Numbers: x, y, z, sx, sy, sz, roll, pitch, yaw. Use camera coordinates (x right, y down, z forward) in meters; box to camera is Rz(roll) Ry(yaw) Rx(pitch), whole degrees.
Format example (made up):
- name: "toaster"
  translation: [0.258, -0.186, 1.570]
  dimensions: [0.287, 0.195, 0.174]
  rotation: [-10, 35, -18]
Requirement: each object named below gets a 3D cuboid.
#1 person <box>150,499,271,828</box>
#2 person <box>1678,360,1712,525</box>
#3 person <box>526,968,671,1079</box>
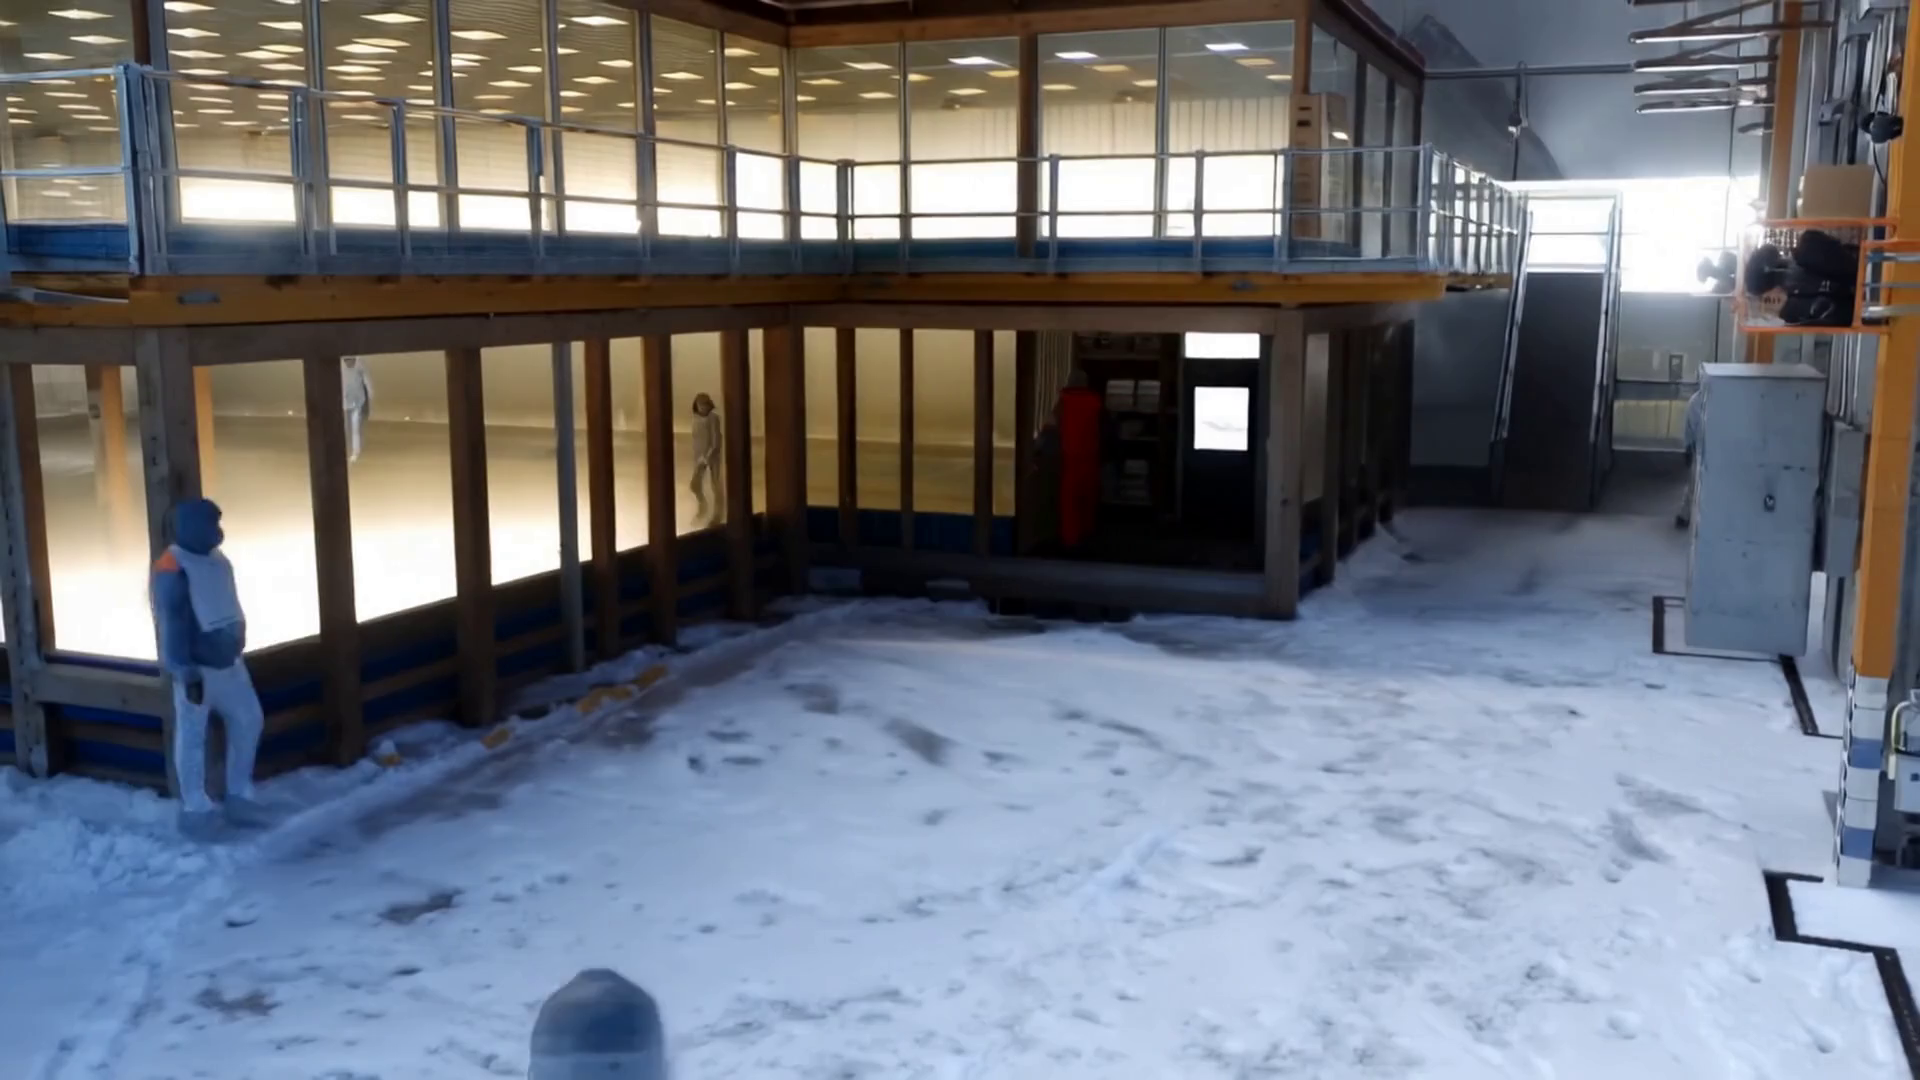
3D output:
- name: "person"
  translation: [-4.052, 0.684, 9.078]
  dimensions: [0.579, 1.828, 0.654]
  rotation: [0, 9, 3]
- name: "person"
  translation: [8.943, -1.160, 19.995]
  dimensions: [0.608, 1.987, 0.405]
  rotation: [-5, 10, -28]
- name: "person"
  translation: [-0.583, 1.649, 2.849]
  dimensions: [0.578, 1.917, 0.607]
  rotation: [-1, 9, -9]
